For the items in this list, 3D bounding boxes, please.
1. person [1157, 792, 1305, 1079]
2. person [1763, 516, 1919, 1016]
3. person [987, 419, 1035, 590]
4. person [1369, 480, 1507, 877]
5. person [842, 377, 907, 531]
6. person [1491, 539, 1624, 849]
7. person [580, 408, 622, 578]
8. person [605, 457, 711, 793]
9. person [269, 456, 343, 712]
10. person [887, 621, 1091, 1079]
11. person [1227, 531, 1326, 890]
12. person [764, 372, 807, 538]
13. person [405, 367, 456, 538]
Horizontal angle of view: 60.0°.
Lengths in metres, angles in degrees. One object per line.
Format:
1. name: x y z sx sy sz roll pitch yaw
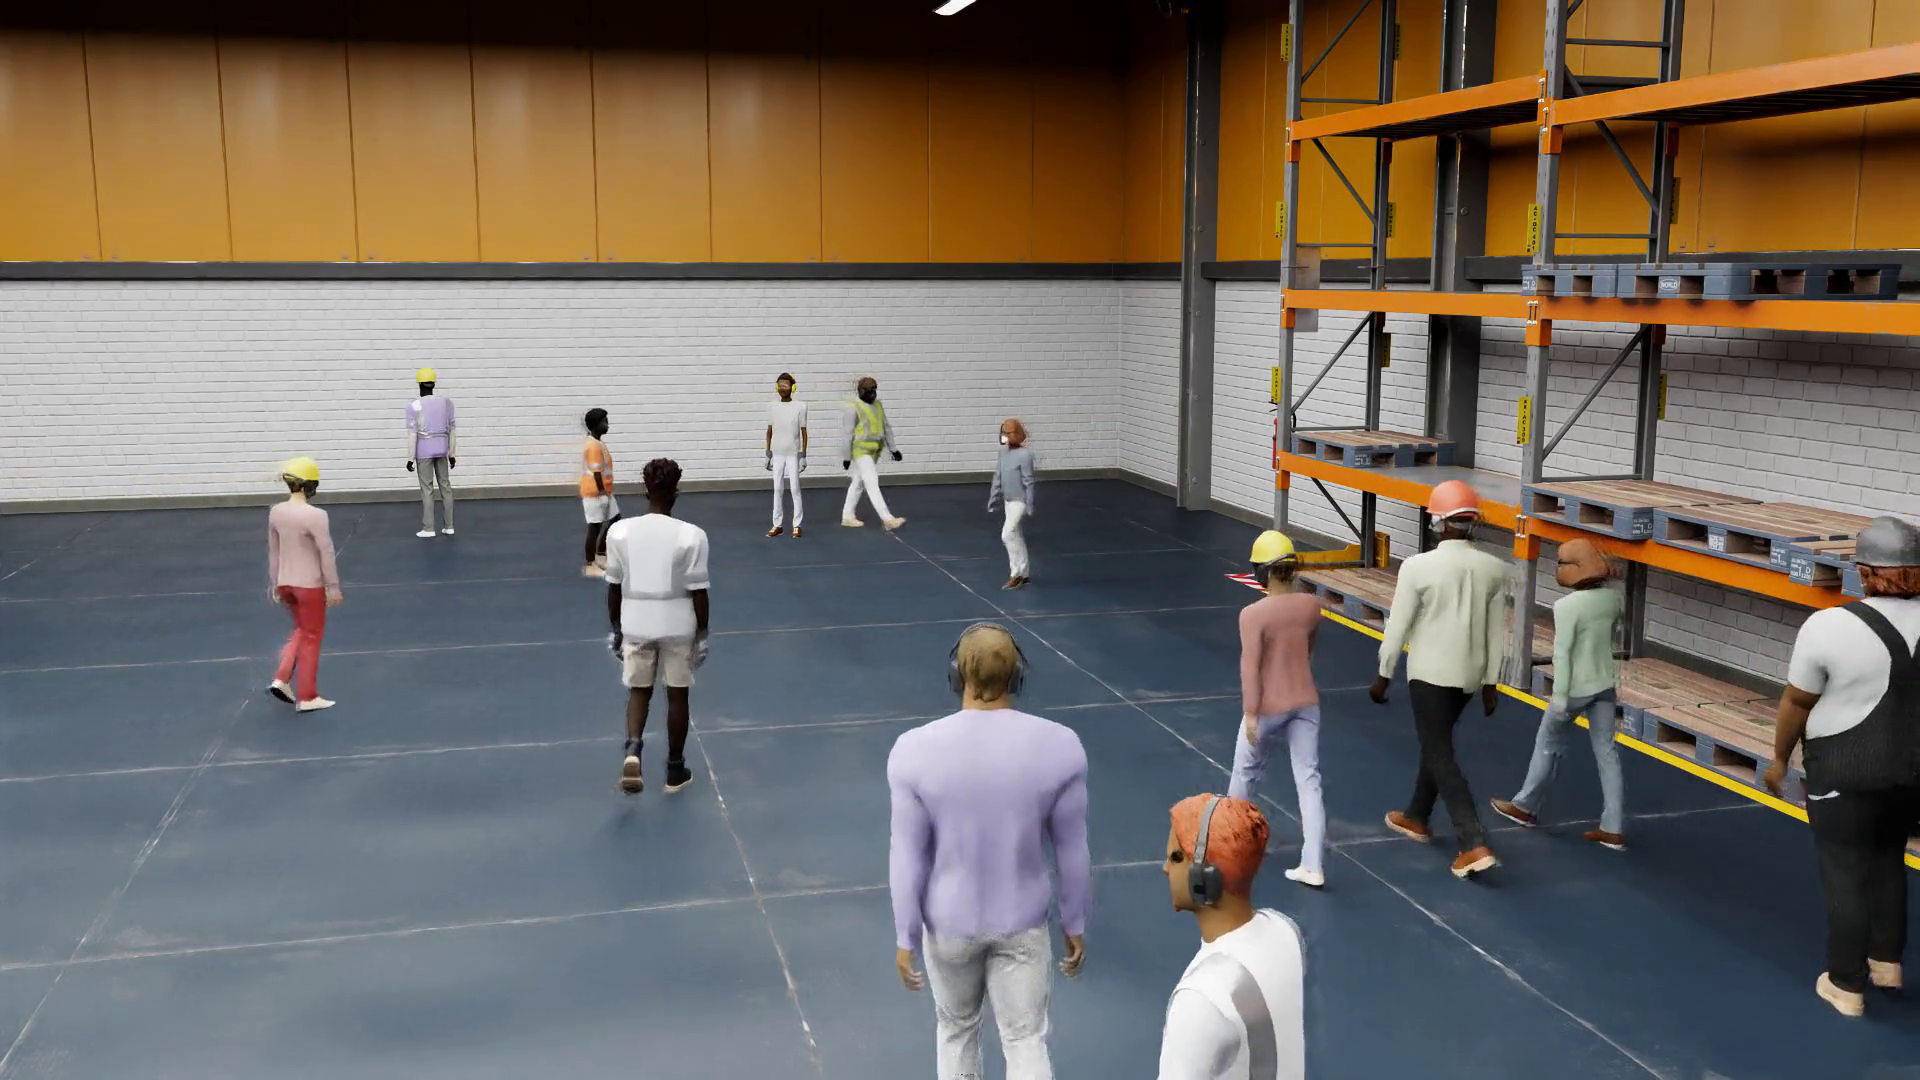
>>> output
1. person: 0.480 1.469 3.779 0.942 1.844 0.580 4 10 24
2. person: 3.670 0.887 6.784 0.691 2.000 0.598 0 9 1
3. person: 0.473 -0.336 15.758 0.534 1.618 0.519 -5 10 -26
4. person: 2.466 0.678 8.393 0.619 1.958 0.986 -4 10 -22
5. person: -1.032 -1.000 19.360 0.987 1.783 0.638 5 10 28
6. person: 3.231 0.784 8.806 0.526 1.595 0.805 -5 10 -27
7. person: -3.513 -0.453 16.249 0.397 1.678 0.543 0 9 -2
8. person: -1.717 0.510 9.410 0.623 1.951 0.591 1 9 5
9. person: -4.447 0.307 11.325 0.531 1.752 0.358 6 11 31
10. person: 0.098 1.212 5.182 0.637 1.916 0.850 -1 9 -5
11. person: 1.540 0.811 8.252 0.513 1.713 0.882 -4 10 -25
12. person: -1.972 -0.956 18.804 0.512 1.877 0.328 2 9 14
13. person: -5.997 -0.986 18.829 0.384 1.924 0.593 9 13 44
